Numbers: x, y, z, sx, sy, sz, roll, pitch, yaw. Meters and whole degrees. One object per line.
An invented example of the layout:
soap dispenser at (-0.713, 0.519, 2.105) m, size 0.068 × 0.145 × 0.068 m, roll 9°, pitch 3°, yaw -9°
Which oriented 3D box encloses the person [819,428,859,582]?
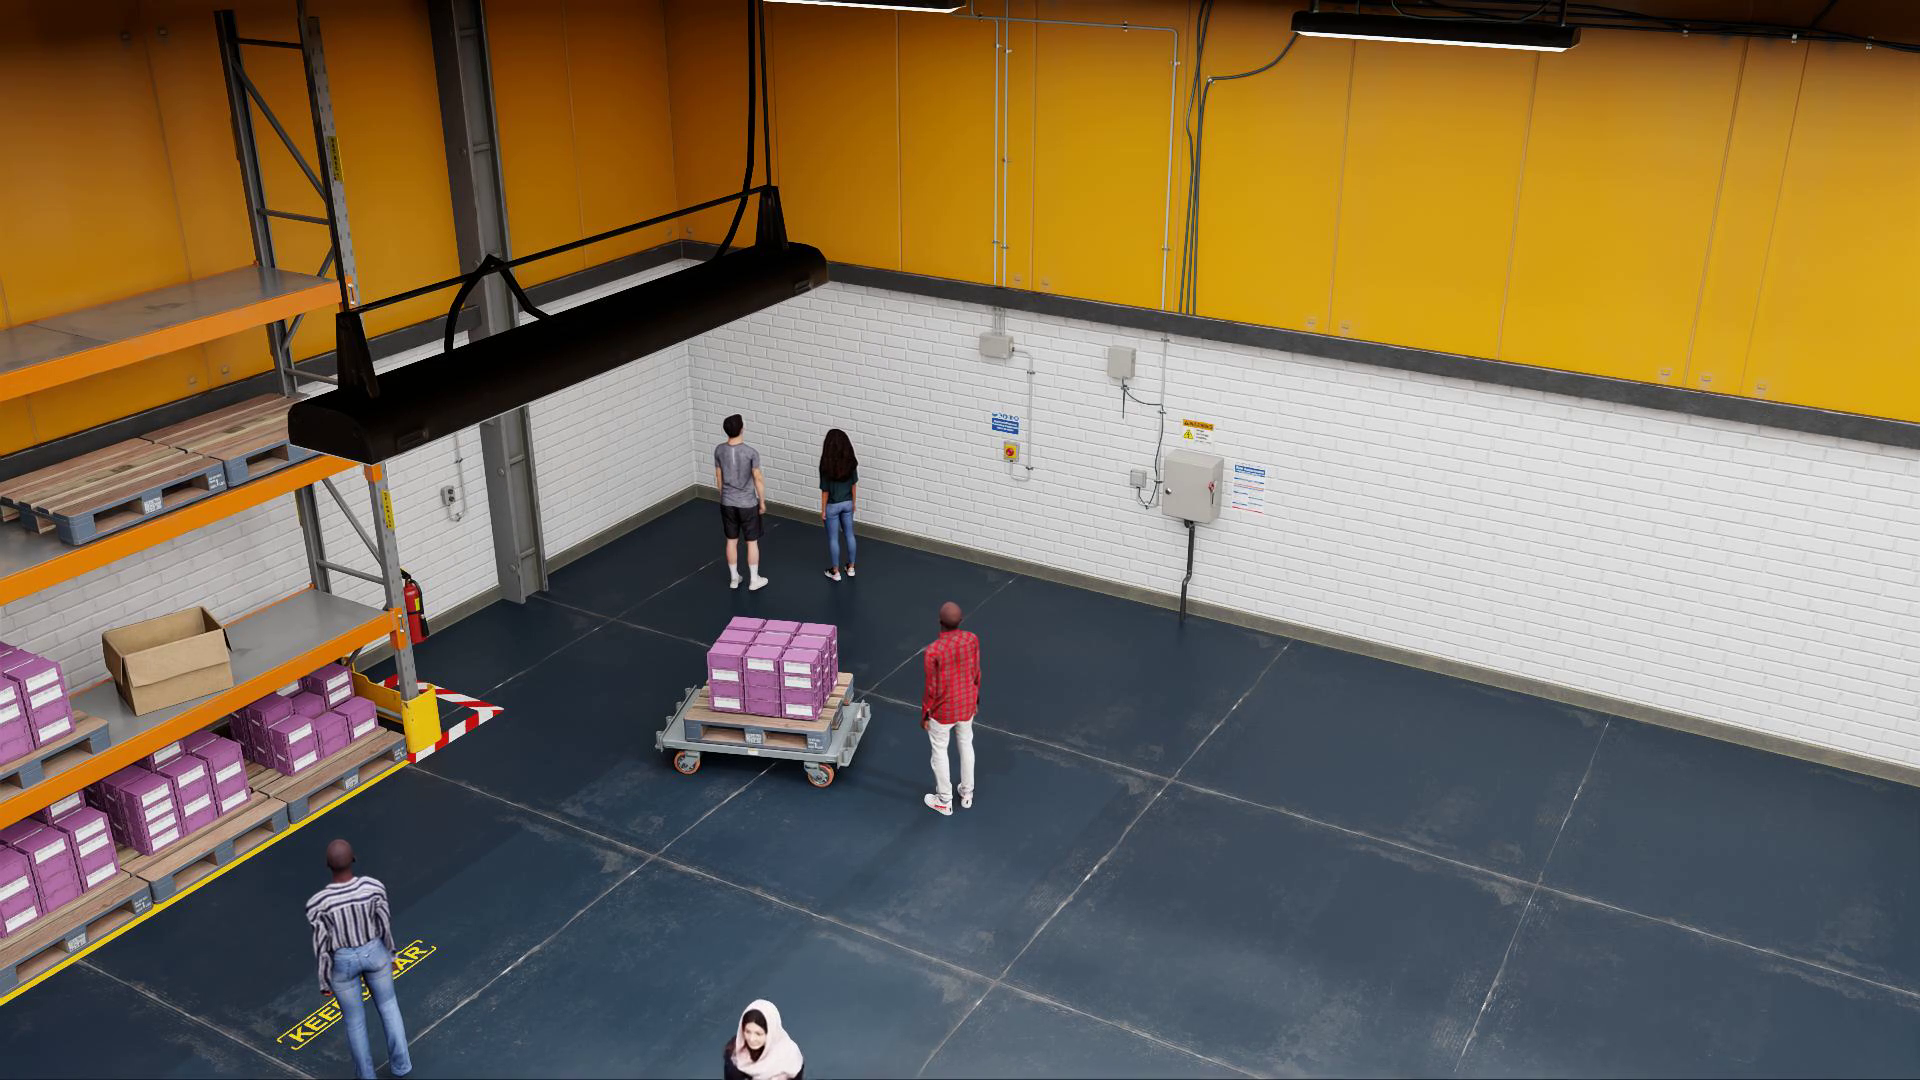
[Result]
person at (-1.257, -0.374, 17.155) m, size 0.682 × 1.616 × 0.768 m, roll -13°, pitch 27°, yaw -27°

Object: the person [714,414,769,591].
person at (-2.240, -0.385, 16.860) m, size 0.709 × 1.871 × 0.641 m, roll 7°, pitch 24°, yaw 15°

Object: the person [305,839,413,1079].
person at (-3.655, 2.604, 10.124) m, size 0.632 × 1.791 × 0.770 m, roll -16°, pitch 28°, yaw -32°

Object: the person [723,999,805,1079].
person at (-1.029, 3.126, 9.140) m, size 0.691 × 1.623 × 0.784 m, roll 8°, pitch 25°, yaw 18°

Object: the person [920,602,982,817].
person at (-0.063, 1.301, 13.069) m, size 0.709 × 1.819 × 0.816 m, roll -12°, pitch 26°, yaw -25°
